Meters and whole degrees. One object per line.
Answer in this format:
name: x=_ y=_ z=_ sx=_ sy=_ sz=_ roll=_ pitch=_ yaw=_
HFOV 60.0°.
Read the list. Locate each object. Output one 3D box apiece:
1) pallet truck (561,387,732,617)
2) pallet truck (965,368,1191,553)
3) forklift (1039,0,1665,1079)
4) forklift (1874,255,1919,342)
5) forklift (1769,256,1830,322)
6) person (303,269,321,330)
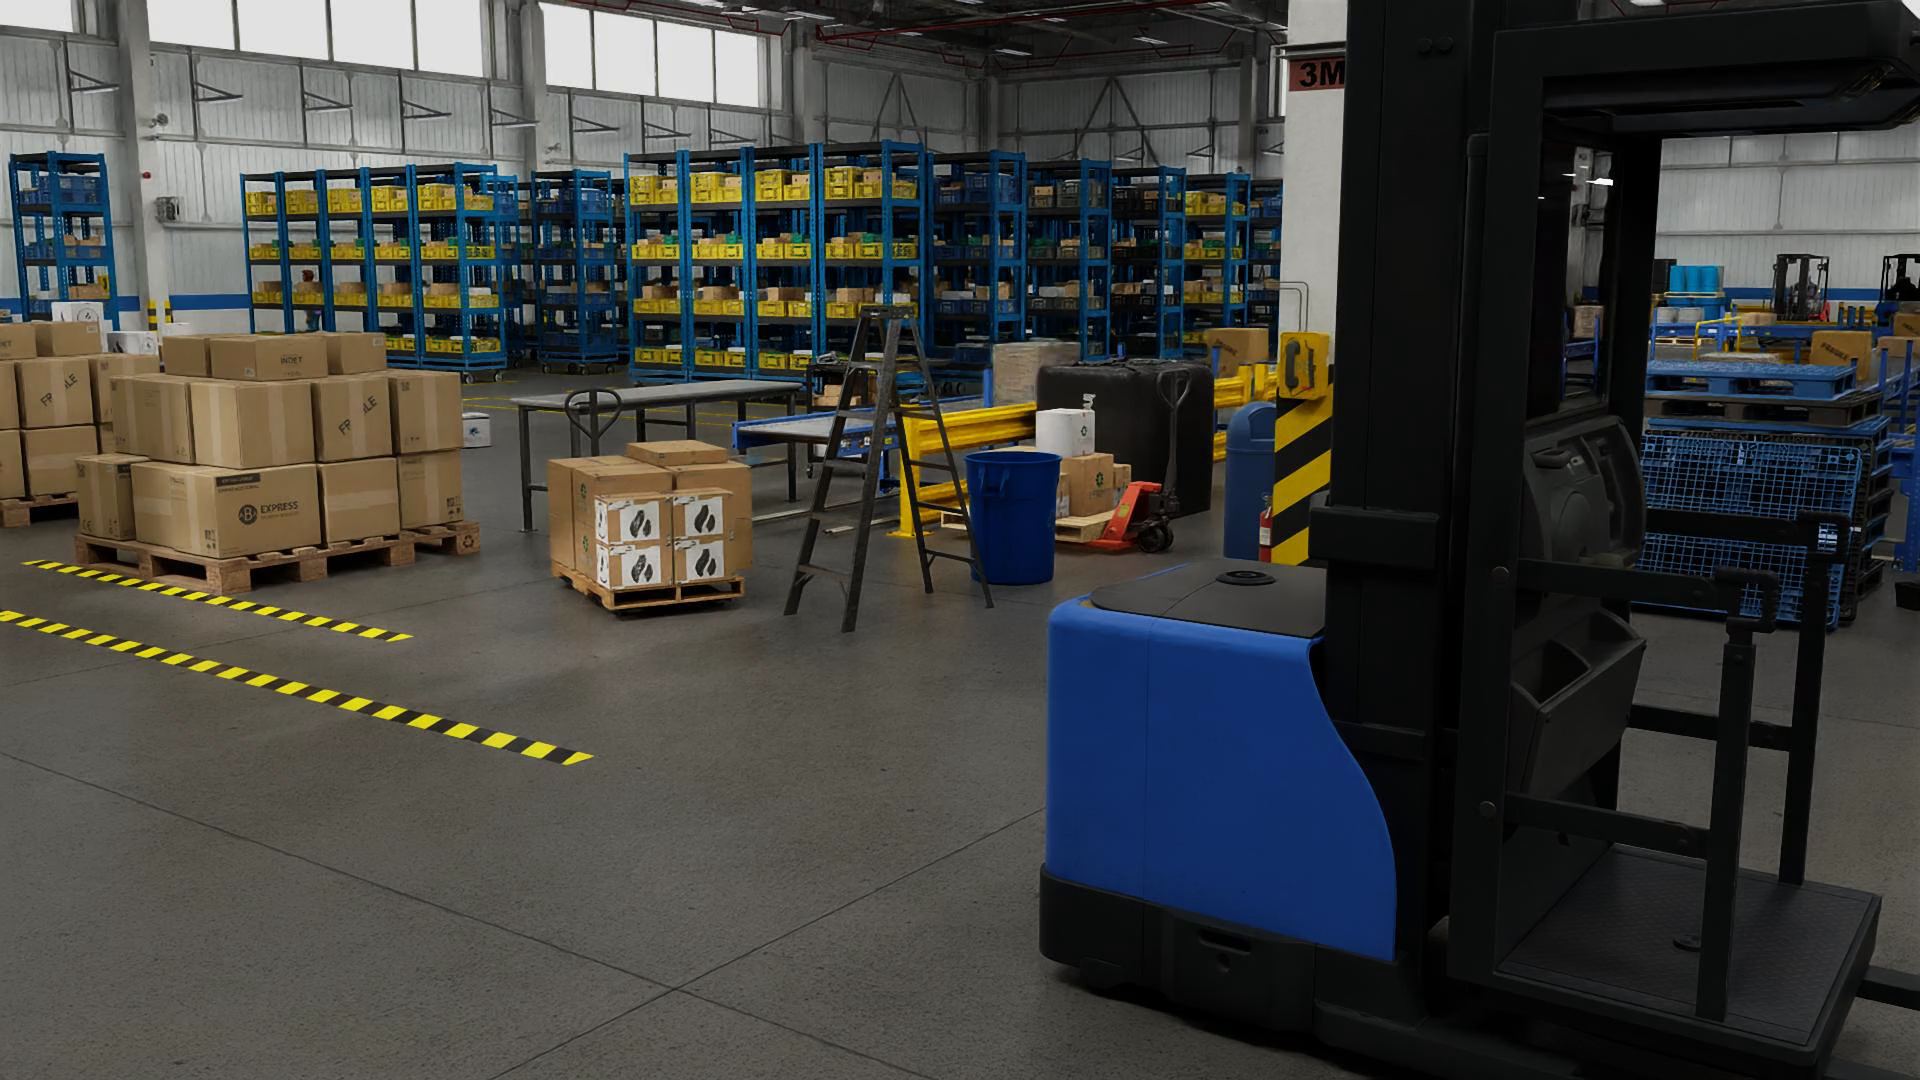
pallet truck: x=-1.981 y=-0.274 z=10.088 sx=0.680 sy=1.201 sz=1.601 roll=-5 pitch=11 yaw=-28
pallet truck: x=0.845 y=-0.609 z=11.869 sx=1.630 sy=1.274 sz=0.653 roll=7 pitch=12 yaw=35
forklift: x=1.249 y=-0.137 z=4.360 sx=1.873 sy=2.768 sz=1.129 roll=7 pitch=12 yaw=35
forklift: x=22.089 y=-5.634 z=38.796 sx=1.157 sy=1.987 sz=2.680 roll=6 pitch=11 yaw=33
forklift: x=20.253 y=-5.854 z=40.139 sx=1.157 sy=1.987 sz=2.680 roll=7 pitch=12 yaw=35
person: x=-13.230 y=-4.598 z=33.999 sx=0.390 sy=1.846 sz=0.563 roll=-1 pitch=10 yaw=-8
